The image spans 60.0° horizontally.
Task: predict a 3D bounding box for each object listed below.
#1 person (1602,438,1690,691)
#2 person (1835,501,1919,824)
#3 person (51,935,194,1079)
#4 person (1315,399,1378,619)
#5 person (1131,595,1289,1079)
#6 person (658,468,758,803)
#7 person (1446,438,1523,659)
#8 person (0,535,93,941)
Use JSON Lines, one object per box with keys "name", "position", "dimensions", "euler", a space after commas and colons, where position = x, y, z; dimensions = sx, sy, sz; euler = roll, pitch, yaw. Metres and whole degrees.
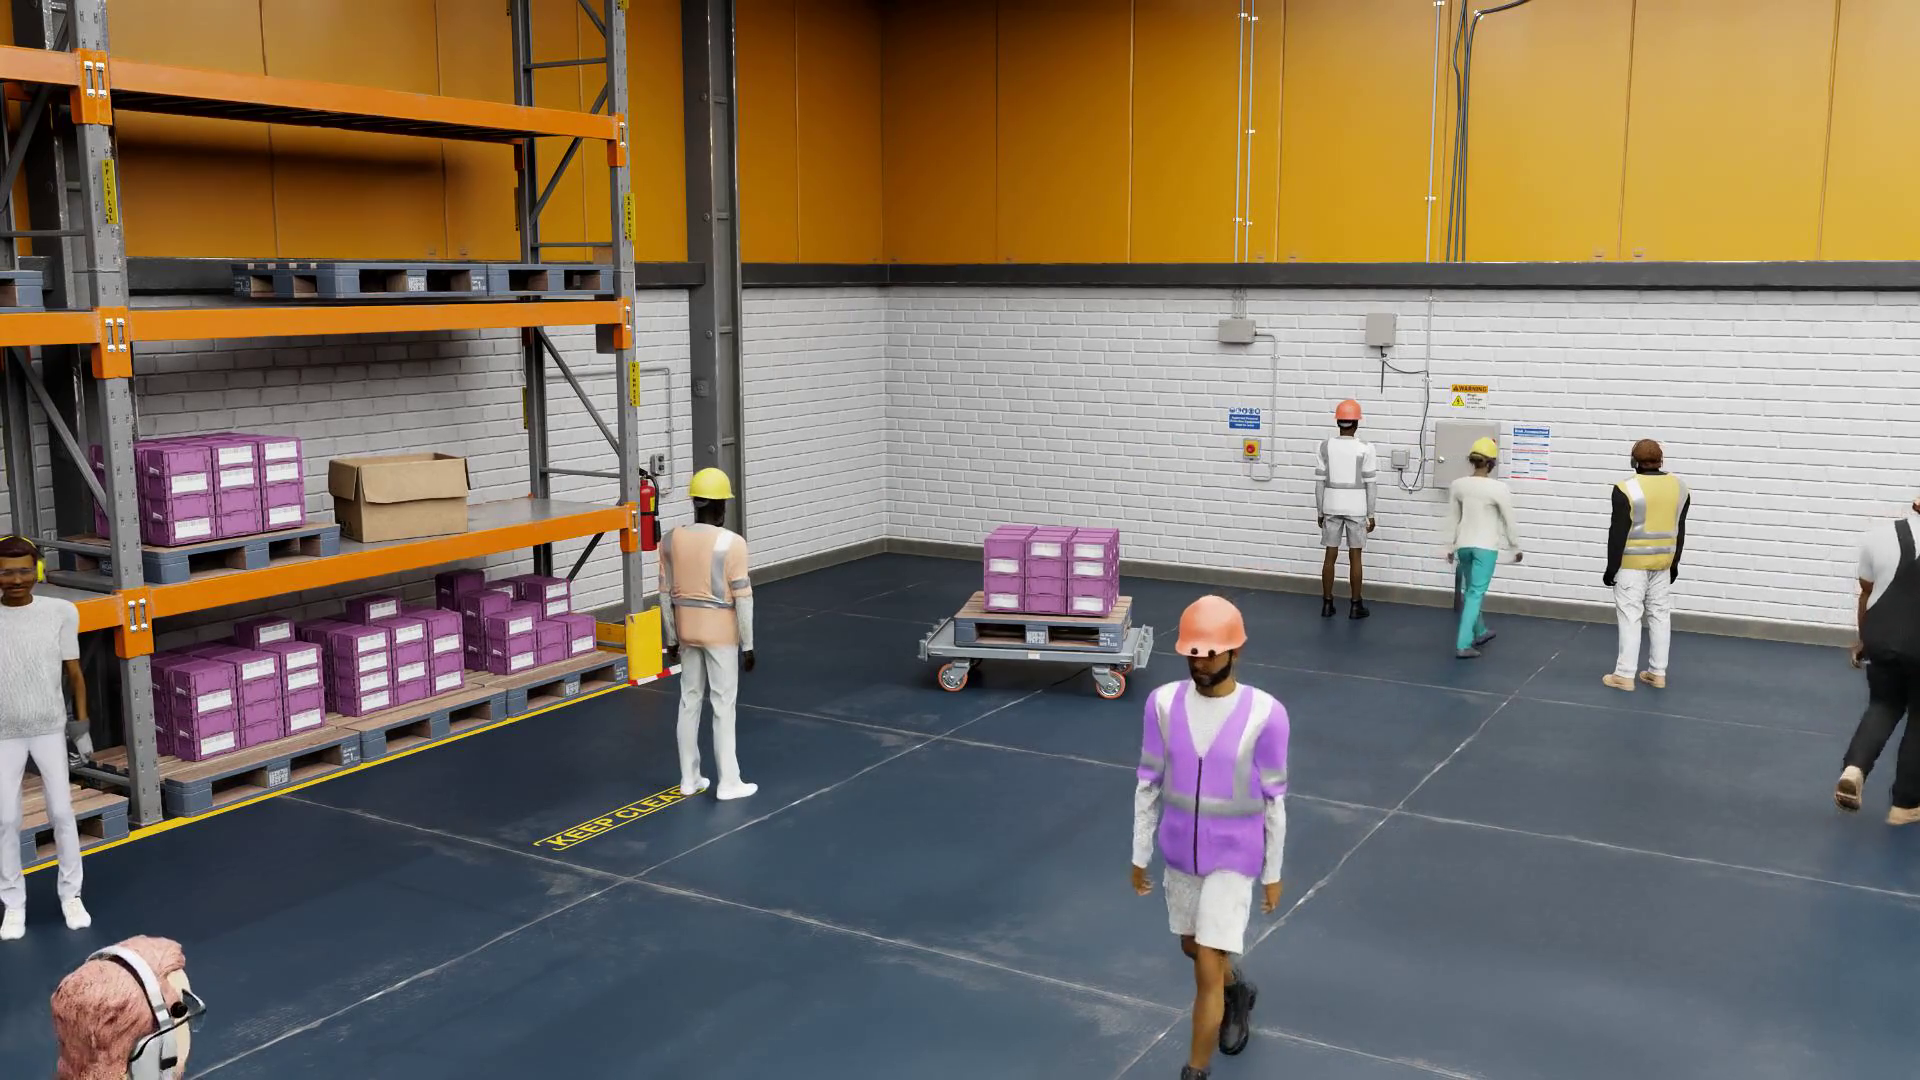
{"name": "person", "position": [4.972, 0.177, 12.141], "dimensions": [0.634, 1.839, 0.429], "euler": [-3, 9, -15]}
{"name": "person", "position": [5.227, 0.572, 9.048], "dimensions": [0.621, 2.000, 0.712], "euler": [-6, 11, -35]}
{"name": "person", "position": [-1.485, 1.632, 2.920], "dimensions": [0.655, 1.884, 0.647], "euler": [3, 10, 18]}
{"name": "person", "position": [3.391, -0.270, 14.620], "dimensions": [0.545, 1.942, 0.349], "euler": [5, 10, 27]}
{"name": "person", "position": [0.932, 1.116, 6.110], "dimensions": [0.556, 1.903, 0.938], "euler": [5, 11, 30]}
{"name": "person", "position": [-1.438, 0.543, 9.584], "dimensions": [0.594, 1.924, 0.382], "euler": [4, 10, 24]}
{"name": "person", "position": [4.193, 0.057, 13.208], "dimensions": [0.791, 1.738, 0.532], "euler": [-7, 11, -36]}
{"name": "person", "position": [-4.270, 0.893, 7.616], "dimensions": [0.513, 1.861, 0.327], "euler": [-5, 10, -29]}
